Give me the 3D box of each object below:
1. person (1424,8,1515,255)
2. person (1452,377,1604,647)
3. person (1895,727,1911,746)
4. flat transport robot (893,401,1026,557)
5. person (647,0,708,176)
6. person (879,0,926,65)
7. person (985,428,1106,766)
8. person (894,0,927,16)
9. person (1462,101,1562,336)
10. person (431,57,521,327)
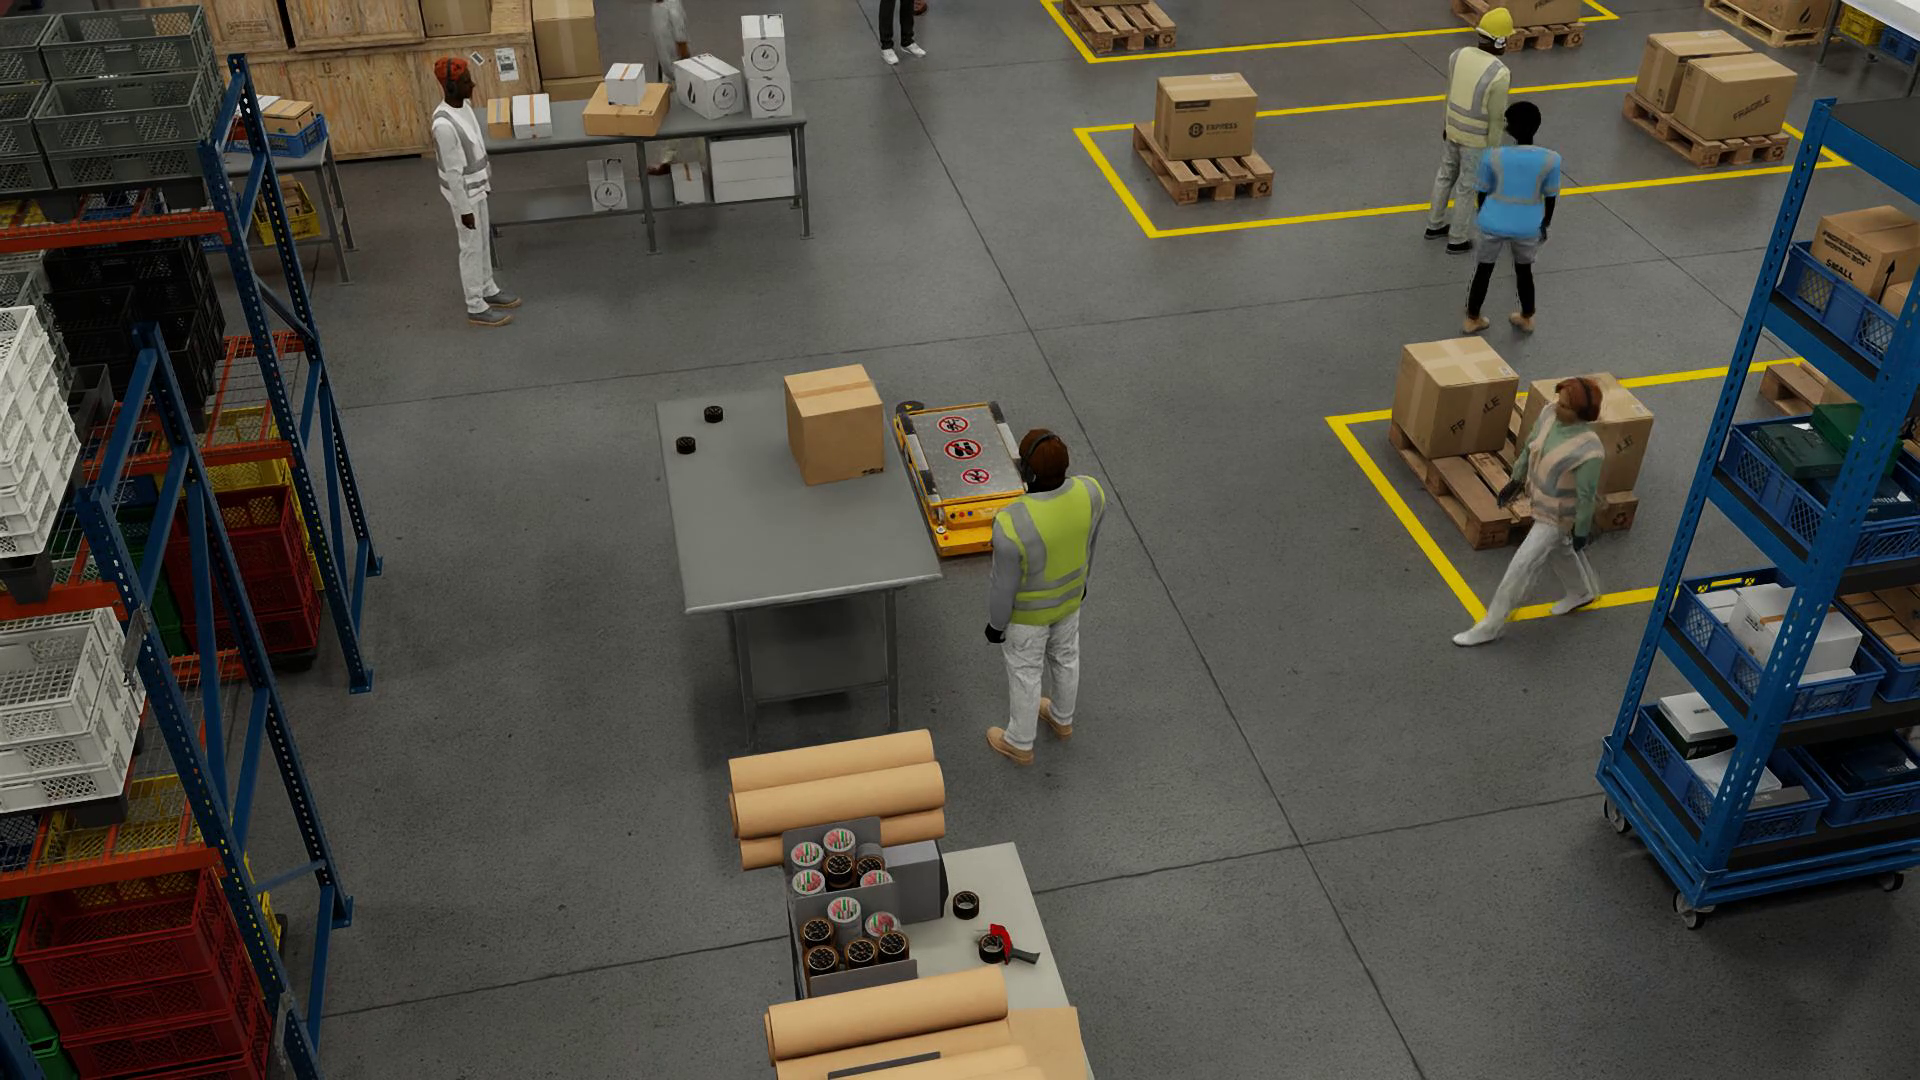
[{"bbox_3d":[3.789,-3.015,12.294,0.403,1.824,0.597,-15,39,-20],"label":"person"},{"bbox_3d":[3.106,-0.167,8.658,0.866,1.600,0.512,-5,37,-6],"label":"person"},{"bbox_3d":[4.662,0.312,7.692,0.413,1.983,0.621,-18,40,-22],"label":"person"},{"bbox_3d":[0.046,-0.430,10.108,0.652,0.197,1.431,-8,37,-10],"label":"flat transport robot"},{"bbox_3d":[-2.275,-3.687,13.179,0.394,1.856,0.578,-20,41,-25],"label":"person"},{"bbox_3d":[-0.556,-5.436,15.468,0.590,1.916,0.386,-24,43,-29],"label":"person"},{"bbox_3d":[0.367,0.273,7.858,0.625,1.844,0.429,-26,44,-31],"label":"person"},{"bbox_3d":[-0.547,-6.176,16.482,0.657,1.901,0.396,6,37,8],"label":"person"},{"bbox_3d":[3.735,-2.134,11.236,0.577,1.666,0.382,6,37,8],"label":"person"},{"bbox_3d":[-3.357,-2.382,11.404,0.361,1.877,0.579,0,37,0],"label":"person"}]
